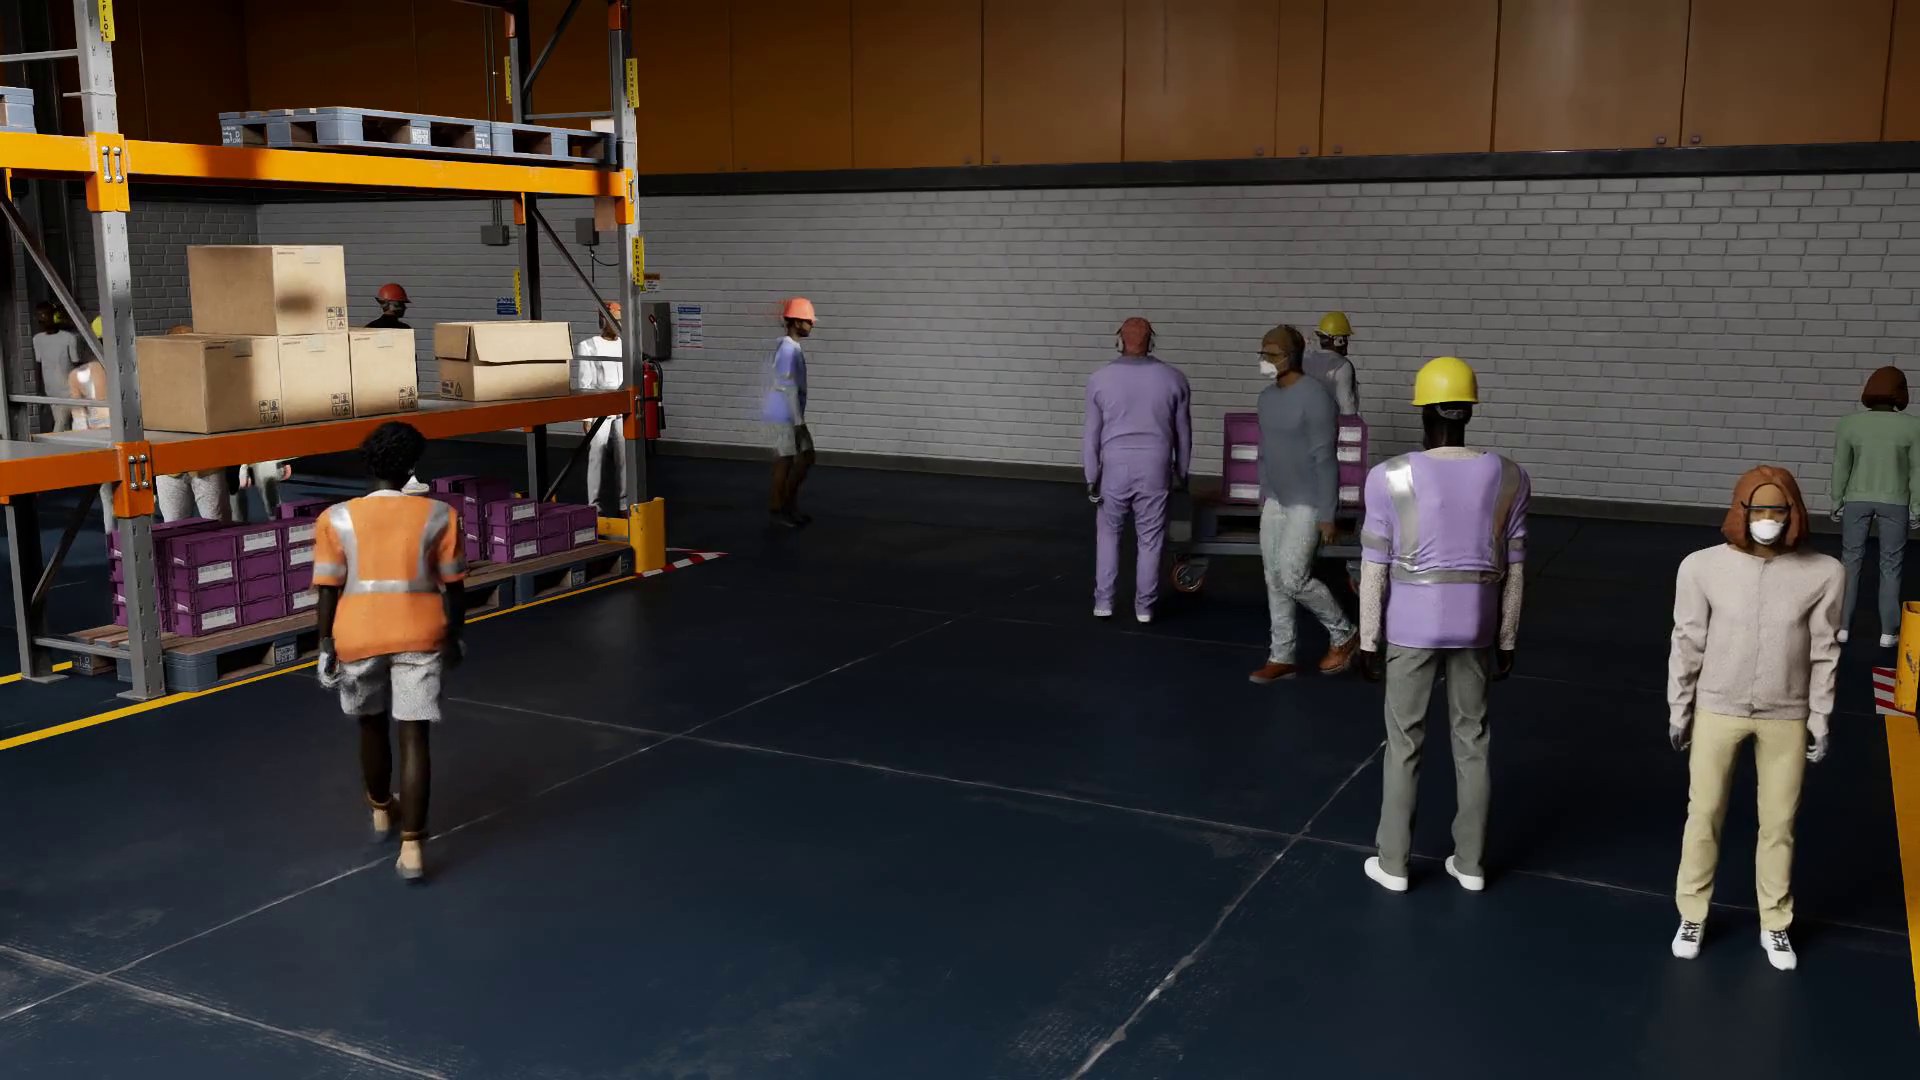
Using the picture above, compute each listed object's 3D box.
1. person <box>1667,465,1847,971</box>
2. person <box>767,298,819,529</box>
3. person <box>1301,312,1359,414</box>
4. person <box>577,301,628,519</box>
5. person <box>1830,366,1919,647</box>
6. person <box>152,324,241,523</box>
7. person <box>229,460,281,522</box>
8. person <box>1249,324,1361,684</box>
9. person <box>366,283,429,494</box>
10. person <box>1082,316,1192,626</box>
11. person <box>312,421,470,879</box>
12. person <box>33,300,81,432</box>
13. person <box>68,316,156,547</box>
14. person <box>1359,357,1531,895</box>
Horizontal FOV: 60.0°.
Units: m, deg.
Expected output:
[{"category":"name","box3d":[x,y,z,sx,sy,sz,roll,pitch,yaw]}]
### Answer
[{"category":"person","box3d":[2.515,0.565,5.306,0.492,1.626,0.284,3,10,18]},{"category":"person","box3d":[-1.372,-1.029,13.702,0.502,1.914,0.570,0,10,1]},{"category":"person","box3d":[2.849,-0.828,12.769,0.403,1.833,0.586,-5,11,-26]},{"category":"person","box3d":[-2.927,-1.057,13.977,0.580,1.879,0.349,-8,13,-40]},{"category":"person","box3d":[5.334,-0.194,9.678,0.499,1.633,0.281,8,12,38]},{"category":"person","box3d":[-4.899,-0.454,10.623,0.618,1.836,0.430,-1,10,-3]},{"category":"person","box3d":[-5.462,-0.815,12.819,0.610,1.807,0.511,-1,10,-8]},{"category":"person","box3d":[1.801,-0.172,8.742,0.555,1.919,0.673,-4,11,-23]},{"category":"person","box3d":[-5.375,-1.436,15.826,0.623,1.990,0.390,5,11,27]},{"category":"person","box3d":[1.081,-0.412,10.175,0.668,1.900,0.455,1,10,4]},{"category":"person","box3d":[-2.114,0.386,6.224,0.554,1.643,0.853,-3,10,-14]},{"category":"person","box3d":[-8.795,-1.448,16.375,0.525,1.841,0.877,3,10,15]},{"category":"person","box3d":[-5.831,-0.630,11.592,0.610,1.845,1.106,-5,11,-25]},{"category":"person","box3d":[1.702,0.312,5.932,0.588,1.918,0.397,0,10,-1]}]
